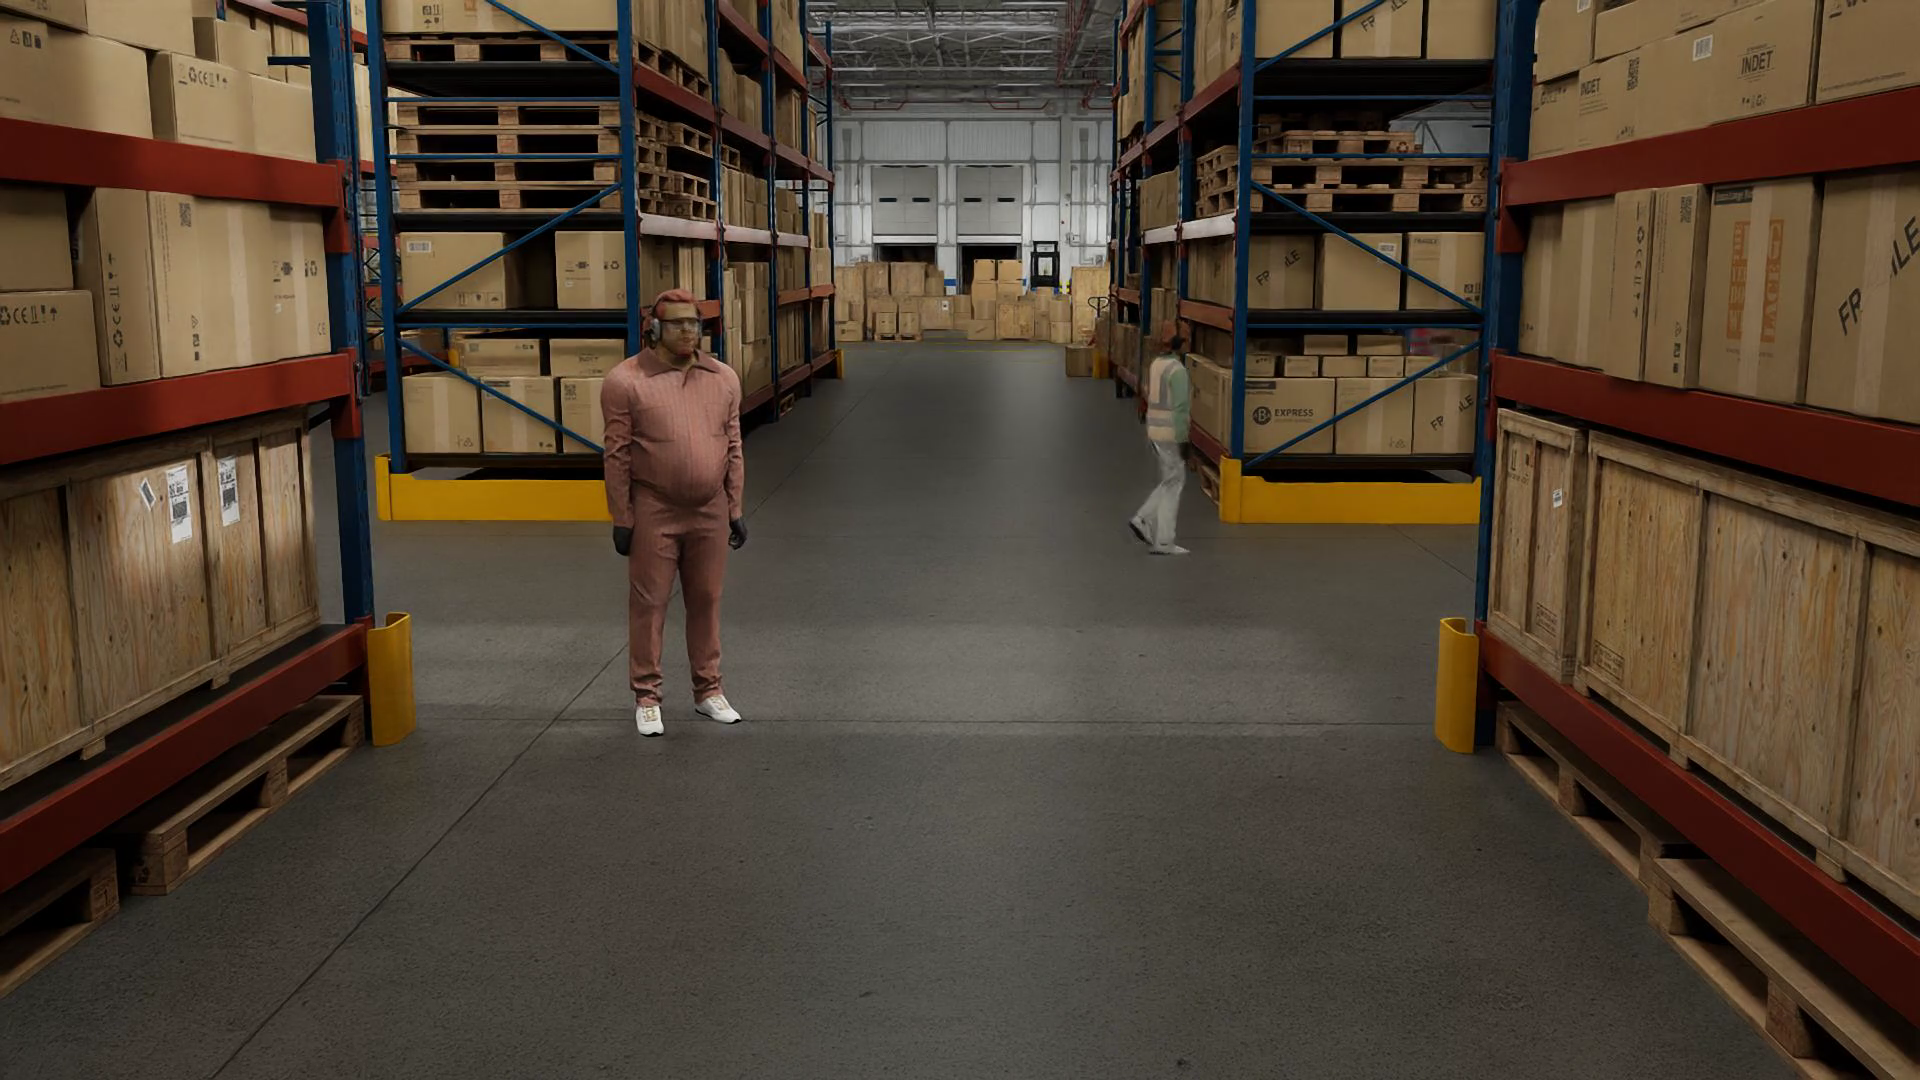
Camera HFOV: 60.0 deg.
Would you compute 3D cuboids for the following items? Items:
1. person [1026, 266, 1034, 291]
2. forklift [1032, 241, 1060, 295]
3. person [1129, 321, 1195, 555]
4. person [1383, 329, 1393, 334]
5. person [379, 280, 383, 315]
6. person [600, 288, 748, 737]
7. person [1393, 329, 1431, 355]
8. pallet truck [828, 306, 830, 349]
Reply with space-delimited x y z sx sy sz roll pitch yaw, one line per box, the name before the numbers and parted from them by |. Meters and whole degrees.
person | 2.830 -9.622 64.238 0.592 1.873 0.367 0 9 -3
forklift | 3.186 -9.767 62.067 1.129 2.768 1.873 0 9 1
person | 1.449 -0.697 11.485 0.384 1.624 0.536 -2 10 -11
person | 5.286 -2.310 19.901 0.615 2.043 0.373 -3 10 -19
person | -20.469 -8.726 59.358 0.538 1.698 0.319 2 10 12
person | -1.211 -0.122 7.196 0.643 1.913 0.410 -6 11 -32
person | 5.223 -2.057 19.082 0.655 1.810 0.685 -8 13 -41
pallet truck | -3.100 -3.940 29.800 1.885 1.965 0.823 3 10 19
